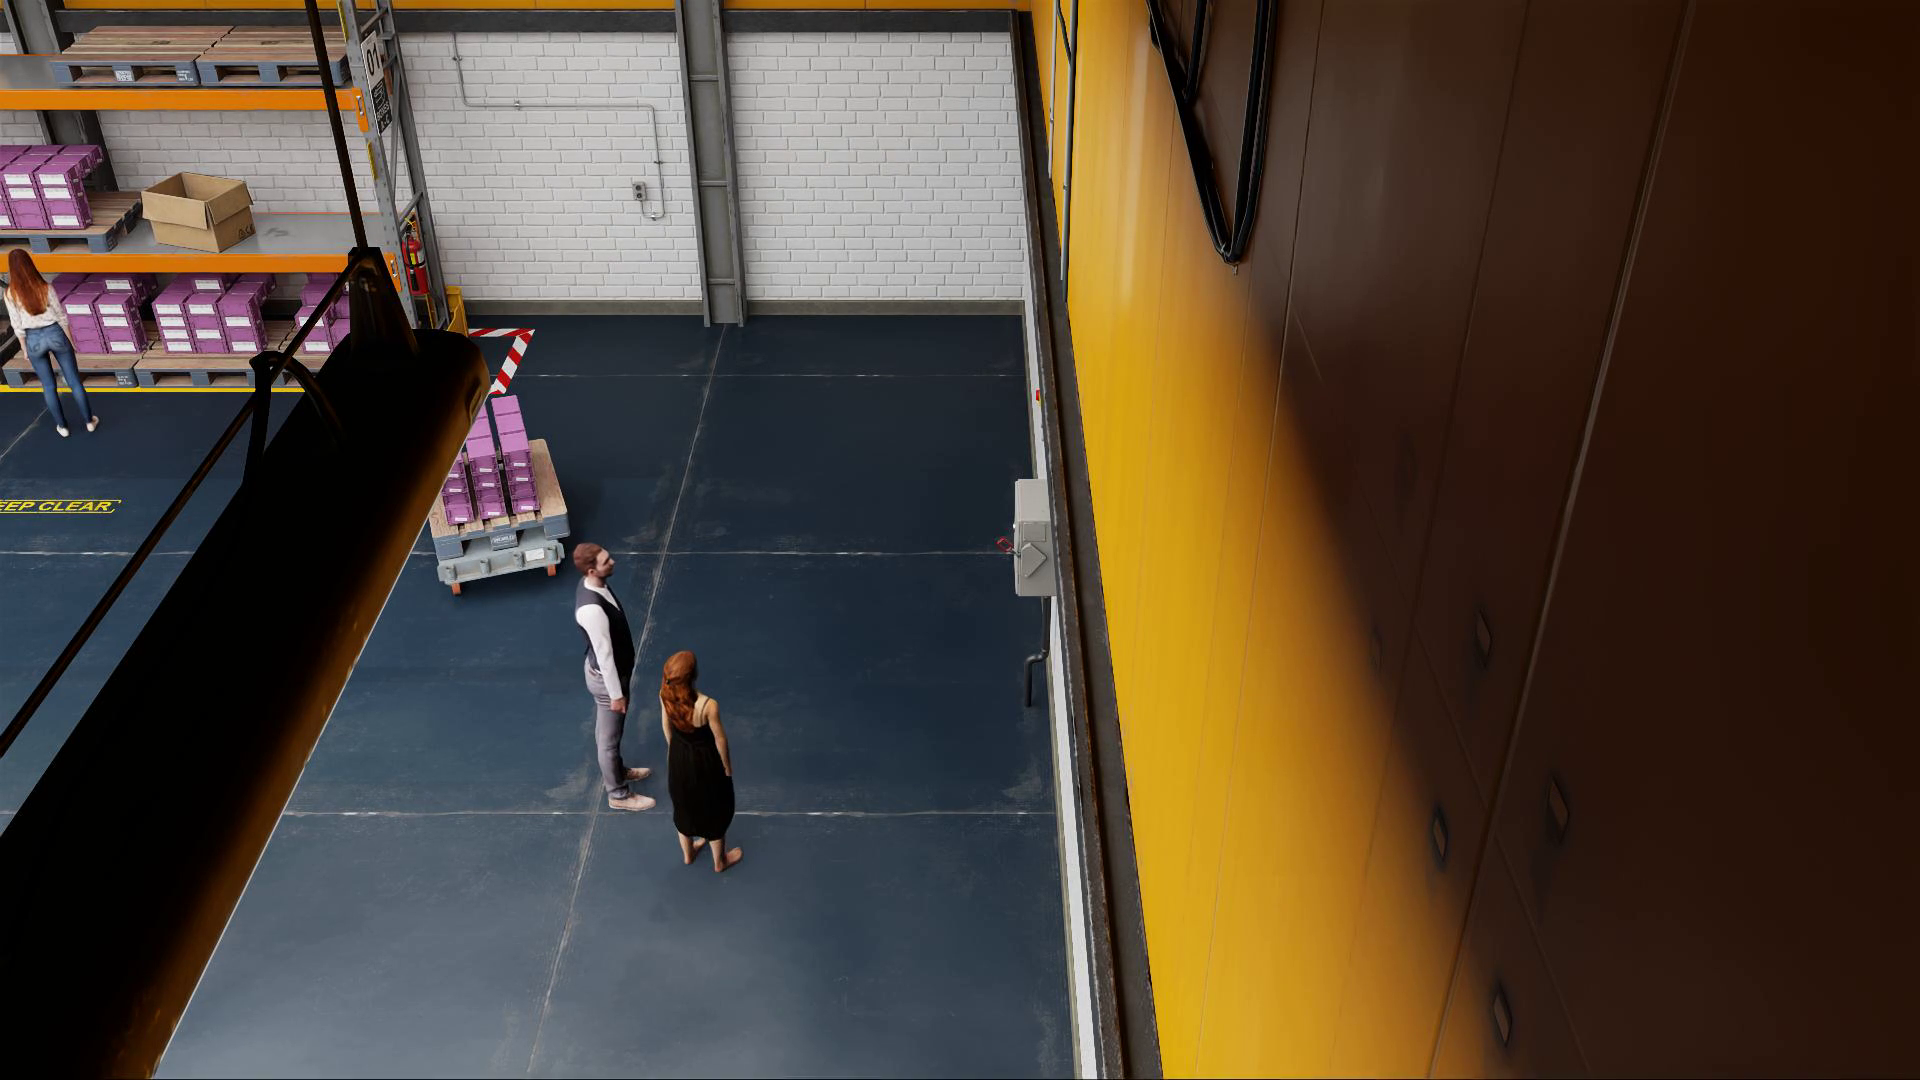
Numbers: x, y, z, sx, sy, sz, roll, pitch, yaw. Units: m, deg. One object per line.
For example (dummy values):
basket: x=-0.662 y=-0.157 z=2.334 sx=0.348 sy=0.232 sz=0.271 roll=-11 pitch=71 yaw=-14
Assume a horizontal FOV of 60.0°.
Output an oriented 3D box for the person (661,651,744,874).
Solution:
person: x=-1.581 y=1.320 z=9.931 sx=0.616 sy=1.624 sz=0.711 roll=13 pitch=36 yaw=19

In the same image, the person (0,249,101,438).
person: x=-7.902 y=-1.709 z=14.393 sx=0.581 sy=1.728 sz=0.709 roll=-16 pitch=37 yaw=-22

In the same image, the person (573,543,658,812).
person: x=-2.205 y=0.830 z=10.384 sx=0.635 sy=1.937 sz=0.702 roll=-7 pitch=34 yaw=-10
